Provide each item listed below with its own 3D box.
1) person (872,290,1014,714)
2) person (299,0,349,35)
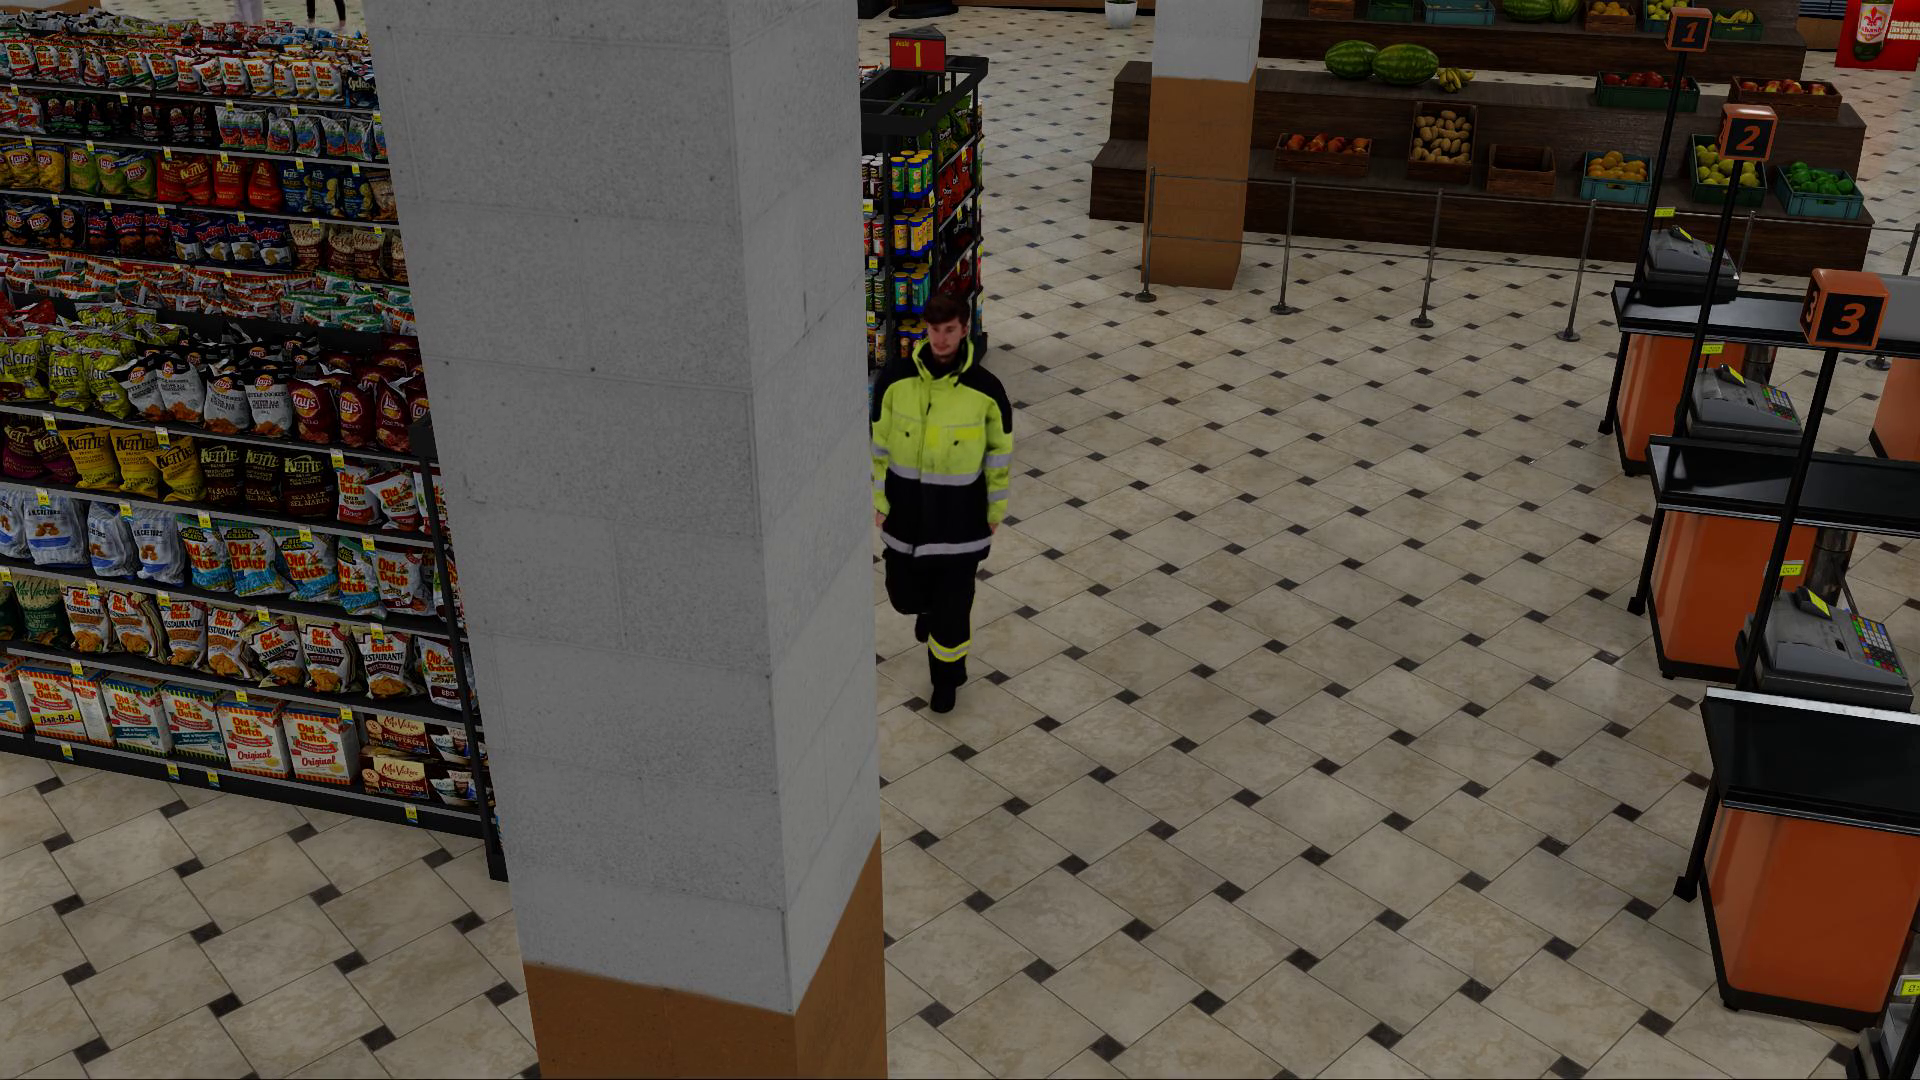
[{"bbox_3d":[-0.088,-0.210,7.447,0.929,1.965,0.898,3,29,6],"label":"person"},{"bbox_3d":[-7.687,-6.985,20.161,1.018,1.673,0.796,18,33,30],"label":"person"}]
